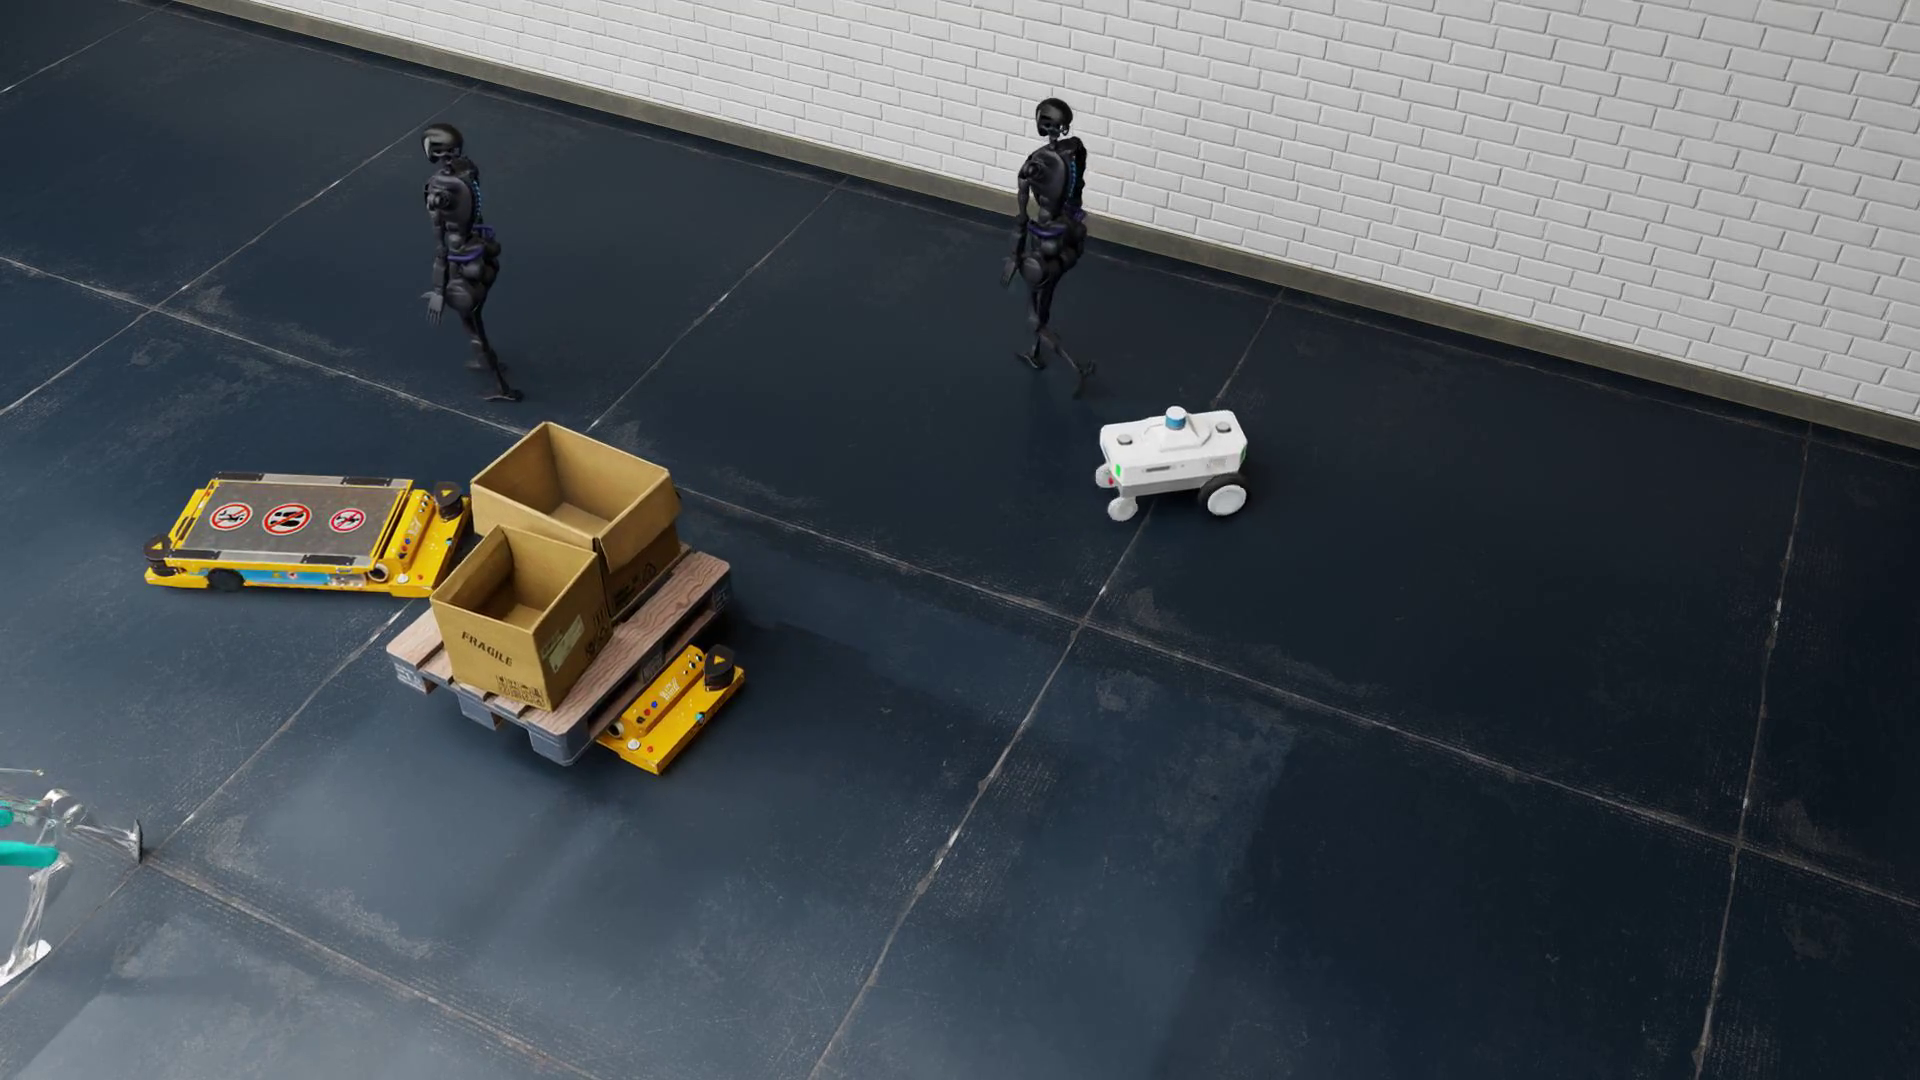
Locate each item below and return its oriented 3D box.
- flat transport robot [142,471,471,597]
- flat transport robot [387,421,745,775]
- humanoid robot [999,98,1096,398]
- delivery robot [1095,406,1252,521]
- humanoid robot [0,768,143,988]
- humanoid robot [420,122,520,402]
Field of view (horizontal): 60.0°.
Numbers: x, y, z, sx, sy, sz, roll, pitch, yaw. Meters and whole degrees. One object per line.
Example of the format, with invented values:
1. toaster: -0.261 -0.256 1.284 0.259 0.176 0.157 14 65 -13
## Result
1. flat transport robot: -3.240 -0.028 8.285 1.431 0.231 0.659 2 43 3
2. flat transport robot: -1.764 0.533 7.680 1.431 0.231 0.659 22 47 22
3. humanoid robot: 0.548 -1.562 8.915 0.586 1.637 0.589 30 51 29
4. delivery robot: 1.109 -0.420 8.502 0.775 0.601 0.499 -8 43 -8
5. humanoid robot: -3.577 0.884 6.244 0.553 1.789 0.919 28 49 26
6. humanoid robot: -2.636 -1.431 8.761 0.394 1.654 0.599 6 43 7
